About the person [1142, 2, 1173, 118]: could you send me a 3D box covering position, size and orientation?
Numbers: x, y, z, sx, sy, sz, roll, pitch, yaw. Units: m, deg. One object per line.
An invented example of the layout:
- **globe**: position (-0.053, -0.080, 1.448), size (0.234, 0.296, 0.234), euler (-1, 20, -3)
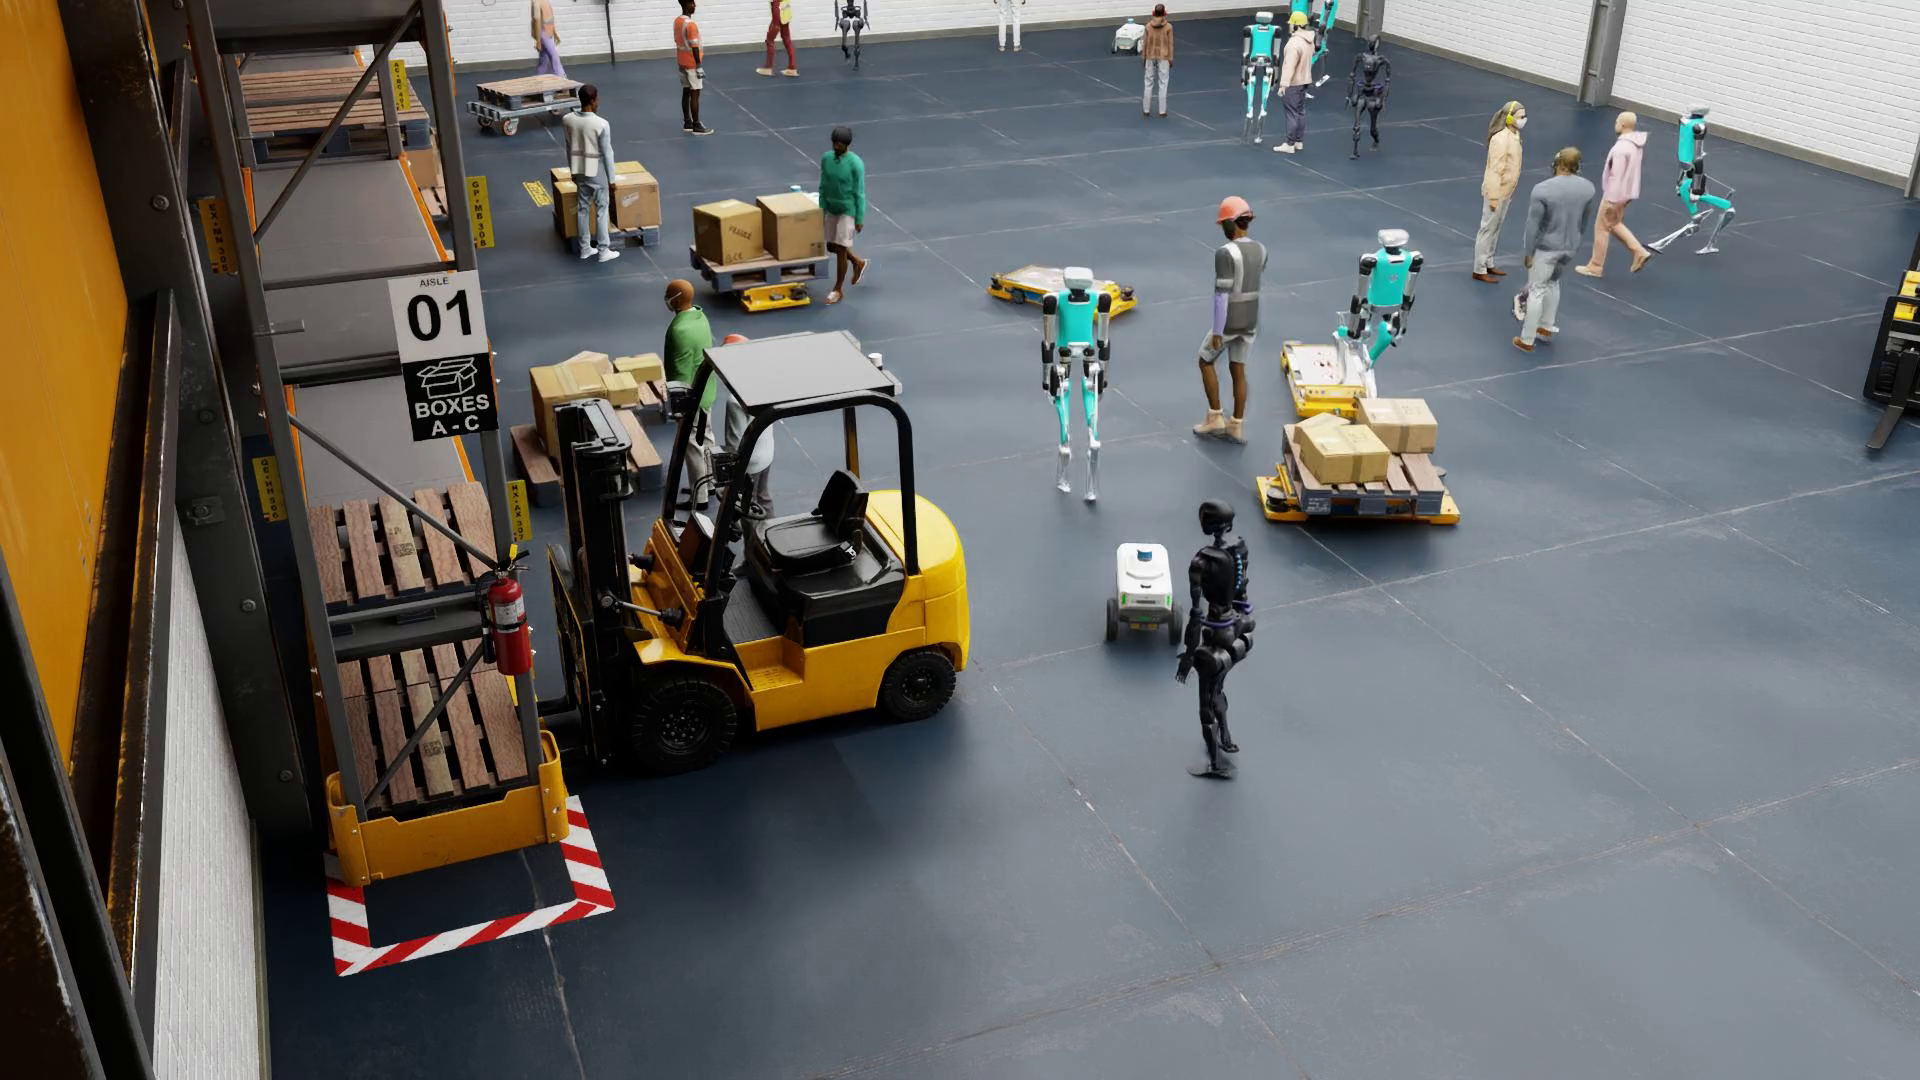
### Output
- **person**: position (2.903, -7.057, 24.492), size (0.462, 1.648, 0.327), euler (8, 28, 15)

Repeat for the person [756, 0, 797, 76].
- **person**: position (-3.050, -8.510, 27.277), size (0.801, 1.734, 0.489), euler (9, 28, 18)

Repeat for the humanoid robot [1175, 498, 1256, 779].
- **humanoid robot**: position (1.454, 0.552, 9.329), size (0.392, 1.642, 0.601), euler (22, 34, 37)

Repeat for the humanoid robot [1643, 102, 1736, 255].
- **humanoid robot**: position (8.072, -3.865, 18.039), size (1.030, 1.738, 0.539), euler (0, 27, 1)

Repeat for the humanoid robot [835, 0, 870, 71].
- **humanoid robot**: position (-1.794, -8.672, 27.659), size (0.590, 1.655, 0.384), euler (0, 27, 1)

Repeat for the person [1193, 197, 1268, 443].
- **person**: position (2.225, -1.784, 13.623), size (0.671, 1.988, 0.577), euler (-20, 33, -35)

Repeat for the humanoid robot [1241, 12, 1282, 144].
- **humanoid robot**: position (4.120, -6.273, 22.895), size (0.534, 1.856, 0.665), euler (4, 27, 7)

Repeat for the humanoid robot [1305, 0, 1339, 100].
- **humanoid robot**: position (5.360, -7.545, 25.454), size (0.771, 1.876, 0.530), euler (10, 29, 20)

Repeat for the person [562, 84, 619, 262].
- **person**: position (-4.004, -3.976, 18.078), size (0.594, 1.907, 0.408), euler (11, 29, 21)

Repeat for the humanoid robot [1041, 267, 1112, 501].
- **humanoid robot**: position (0.915, -1.114, 12.565), size (0.531, 1.774, 0.817), euler (-4, 27, -7)

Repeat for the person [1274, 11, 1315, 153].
- **person**: position (4.569, -6.210, 22.576), size (0.428, 1.859, 0.791), euler (15, 30, 28)

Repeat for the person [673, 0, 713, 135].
- **person**: position (-3.798, -6.736, 23.498), size (0.368, 1.966, 0.605), euler (-17, 31, -30)

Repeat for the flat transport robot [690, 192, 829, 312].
- **flat transport robot**: position (-2.097, -2.703, 17.364), size (0.659, 0.231, 1.431), euler (-11, 29, -21)

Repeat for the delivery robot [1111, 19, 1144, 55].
- **delivery robot**: position (2.996, -8.862, 29.288), size (0.525, 0.587, 0.750), euler (10, 28, 19)

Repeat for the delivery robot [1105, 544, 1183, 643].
- **delivery robot**: position (1.213, 0.337, 11.016), size (0.499, 0.609, 0.805), euler (1, 27, 3)

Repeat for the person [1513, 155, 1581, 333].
- **person**: position (5.711, -2.881, 16.056), size (0.544, 1.746, 0.419), euler (-12, 29, -22)

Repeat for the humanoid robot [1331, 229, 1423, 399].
- **humanoid robot**: position (3.451, -1.866, 14.095), size (0.530, 1.727, 1.065), euler (-5, 27, -9)

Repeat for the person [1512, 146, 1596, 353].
- **person**: position (5.565, -2.732, 15.611), size (0.638, 1.903, 0.523), euler (-6, 27, -13)

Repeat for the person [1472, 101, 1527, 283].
- **person**: position (5.671, -3.673, 17.507), size (0.403, 1.877, 0.555), euler (18, 32, 32)

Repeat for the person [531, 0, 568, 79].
- **person**: position (-6.299, -7.767, 25.734), size (0.854, 1.804, 0.591), euler (-1, 27, -1)

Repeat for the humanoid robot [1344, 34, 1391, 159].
- **humanoid robot**: position (5.512, -5.976, 22.363), size (0.599, 1.644, 0.731), euler (15, 30, 27)

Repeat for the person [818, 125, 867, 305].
- **person**: position (-1.149, -3.338, 16.908), size (0.541, 1.817, 0.694), euler (18, 32, 31)

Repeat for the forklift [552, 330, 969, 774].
- **forklift**: position (-1.094, 0.010, 9.831), size (2.313, 2.155, 1.214), euler (-10, 28, -20)

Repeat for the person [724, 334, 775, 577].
- **person**: position (-1.476, -0.587, 11.517), size (0.350, 1.740, 0.573), euler (8, 28, 15)

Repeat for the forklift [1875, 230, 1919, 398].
- **forklift**: position (9.029, -2.397, 14.618), size (1.214, 2.155, 2.313), euler (18, 32, 32)

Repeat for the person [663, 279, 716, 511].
- **person**: position (-2.013, -1.090, 12.486), size (0.385, 1.781, 0.549), euler (4, 27, 7)

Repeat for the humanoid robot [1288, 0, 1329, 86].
- **humanoid robot**: position (5.601, -8.039, 26.409), size (1.012, 1.784, 0.534), euler (-15, 30, -28)

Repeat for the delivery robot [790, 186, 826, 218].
- **delivery robot**: position (-1.911, -3.764, 19.177), size (0.784, 0.613, 0.511), euler (-15, 30, -28)

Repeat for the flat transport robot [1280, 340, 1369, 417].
- **flat transport robot**: position (3.270, -1.441, 14.853), size (0.659, 0.231, 1.431), euler (2, 27, 3)

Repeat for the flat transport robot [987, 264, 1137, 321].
- **flat transport robot**: position (1.038, -2.544, 17.047), size (1.431, 0.231, 0.659), euler (20, 33, 34)

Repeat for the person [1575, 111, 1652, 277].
- **person**: position (6.982, -3.611, 17.509), size (0.627, 1.763, 0.537), euler (22, 34, 36)

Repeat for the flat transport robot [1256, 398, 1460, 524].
- **flat transport robot**: position (3.023, -0.351, 12.685), size (1.431, 0.231, 0.659), euler (1, 27, 2)

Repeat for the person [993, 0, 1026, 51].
- **person**: position (0.872, -9.568, 29.222), size (0.585, 1.882, 0.343), euler (2, 27, 3)
